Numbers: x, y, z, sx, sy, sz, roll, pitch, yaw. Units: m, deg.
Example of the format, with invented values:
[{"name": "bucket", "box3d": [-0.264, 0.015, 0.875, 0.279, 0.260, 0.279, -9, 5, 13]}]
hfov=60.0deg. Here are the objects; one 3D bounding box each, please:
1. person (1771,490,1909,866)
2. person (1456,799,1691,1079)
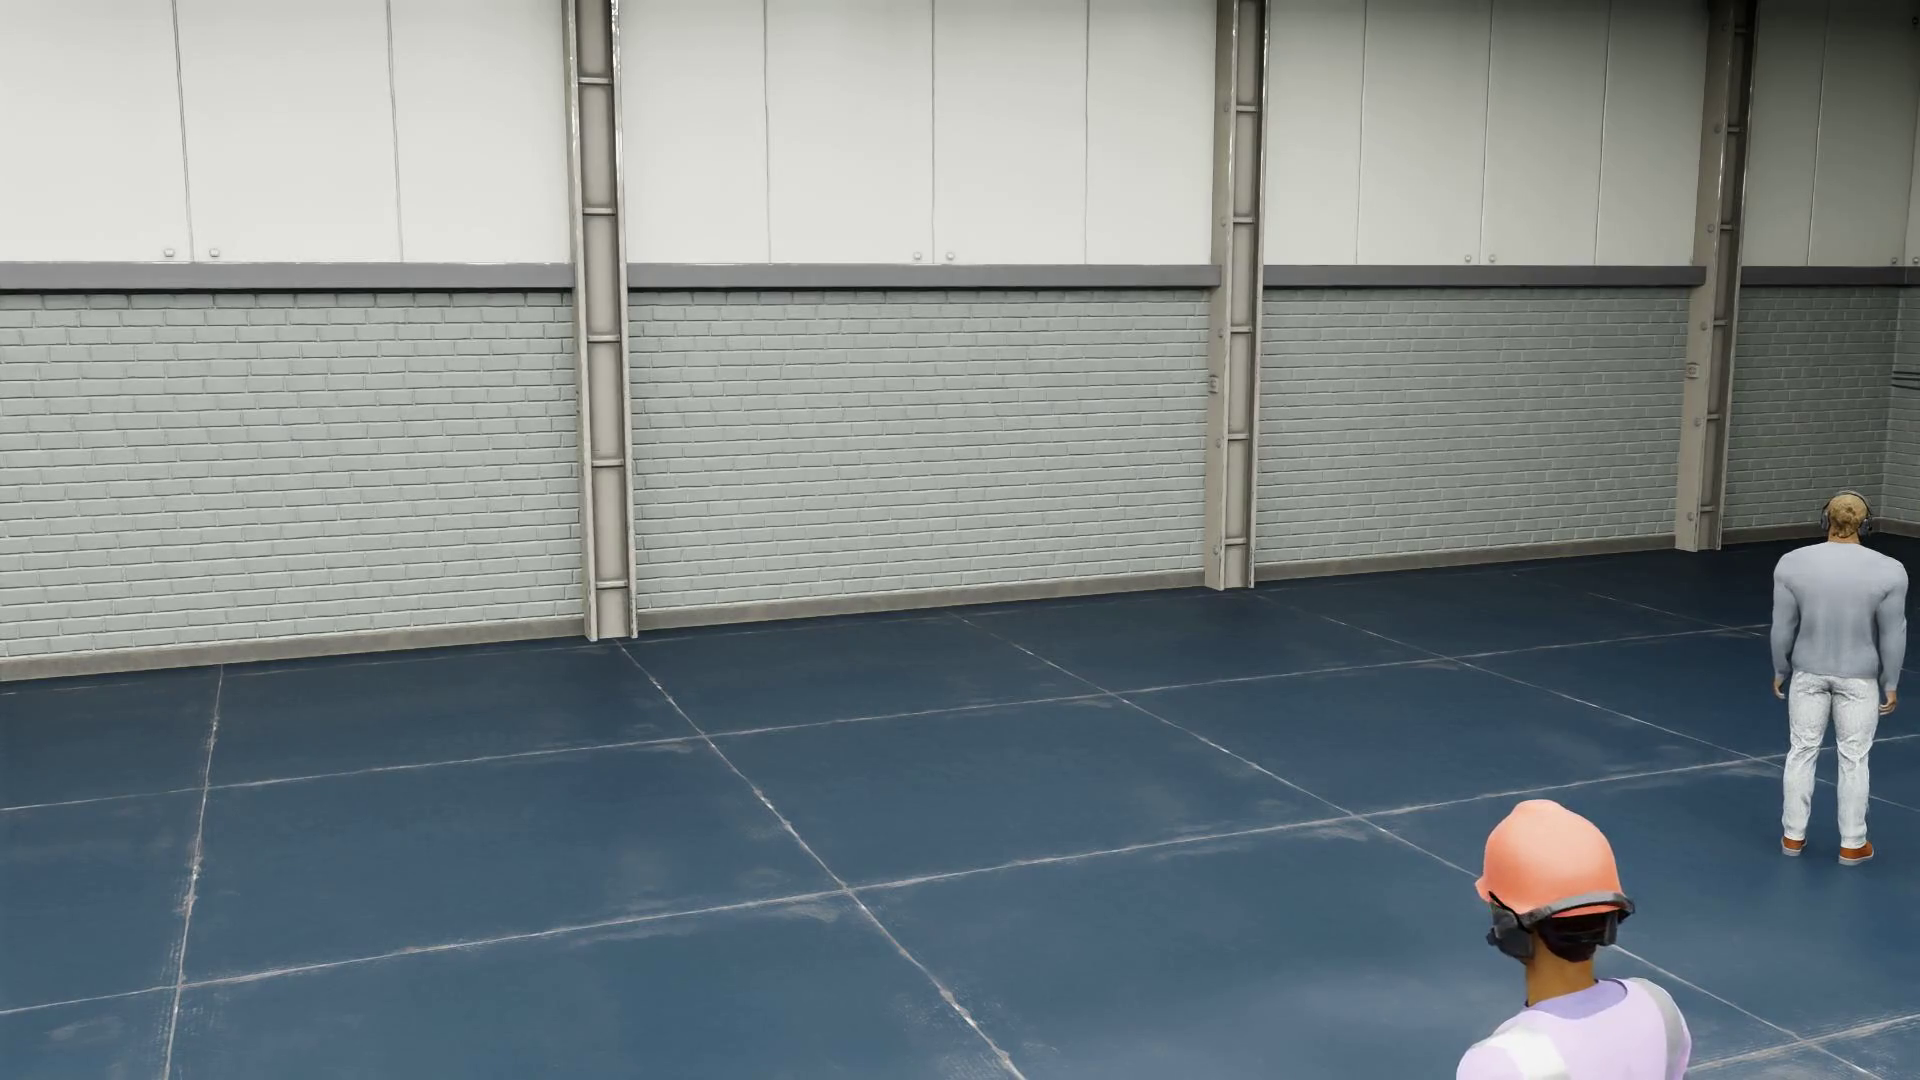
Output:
[{"name": "person", "box3d": [4.519, 0.707, 8.598, 0.629, 1.940, 0.373, 7, 11, 36]}, {"name": "person", "box3d": [1.122, 1.507, 3.251, 0.614, 2.039, 0.387, -7, 11, -37]}]
